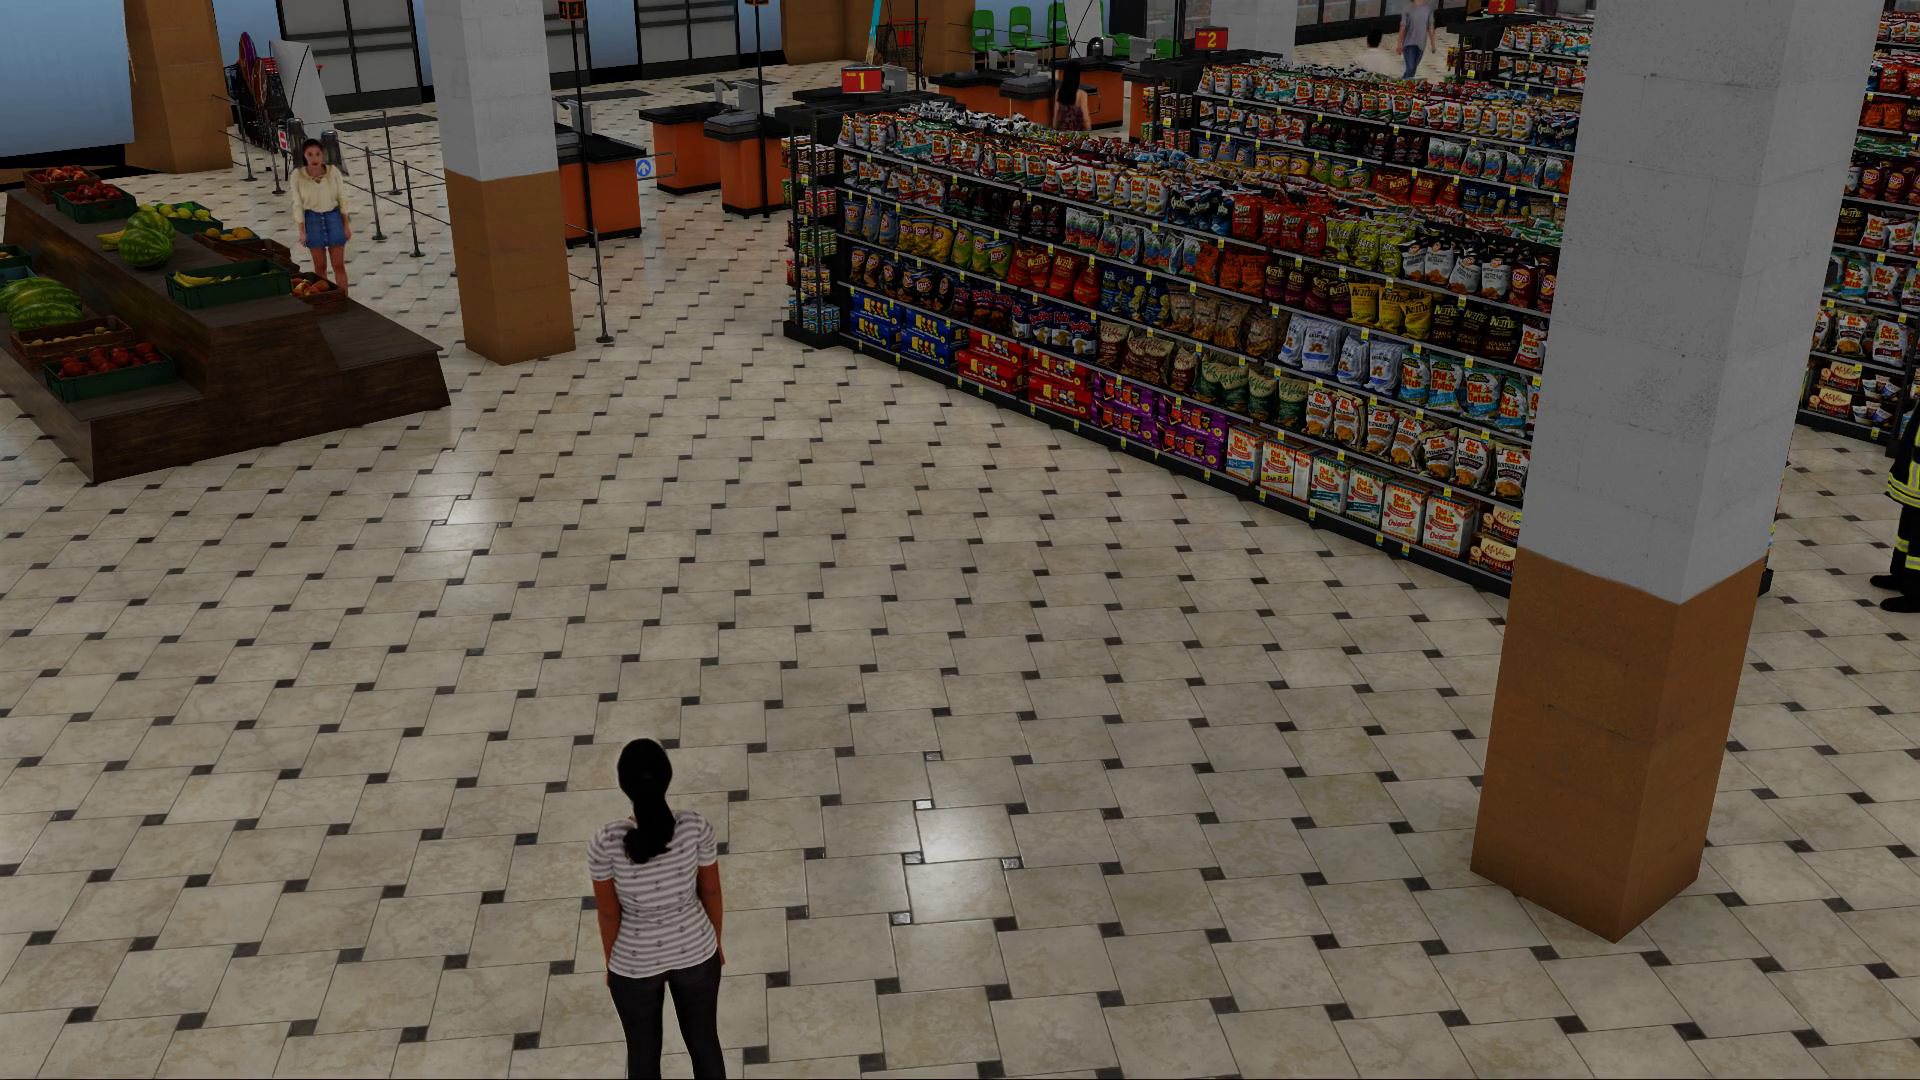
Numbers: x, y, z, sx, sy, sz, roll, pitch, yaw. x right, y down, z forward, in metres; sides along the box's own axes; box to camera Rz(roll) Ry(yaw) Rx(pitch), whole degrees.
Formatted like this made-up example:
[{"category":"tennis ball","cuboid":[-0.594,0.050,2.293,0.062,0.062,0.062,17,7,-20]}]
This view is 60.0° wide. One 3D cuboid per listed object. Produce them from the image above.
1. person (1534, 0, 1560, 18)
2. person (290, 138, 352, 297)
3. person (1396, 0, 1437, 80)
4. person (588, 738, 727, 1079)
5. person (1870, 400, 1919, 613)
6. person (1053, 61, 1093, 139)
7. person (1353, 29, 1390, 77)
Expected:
[{"category":"person","cuboid":[10.031,-8.777,28.468,0.873,1.812,1.149,-12,26,-25]},{"category":"person","cuboid":[-5.787,-2.845,15.146,0.707,1.623,0.670,-10,26,-23]},{"category":"person","cuboid":[7.117,-7.813,26.217,0.963,1.849,1.261,-8,25,-17]},{"category":"person","cuboid":[-0.977,1.370,5.487,0.648,1.644,0.661,-7,25,-15]},{"category":"person","cuboid":[5.606,-0.491,9.470,0.880,1.860,0.868,8,25,18]},{"category":"person","cuboid":[1.183,-4.429,18.602,0.770,1.755,0.779,17,29,34]},{"category":"person","cuboid":[5.142,-5.505,21.011,0.918,1.794,1.125,-6,24,-13]}]
